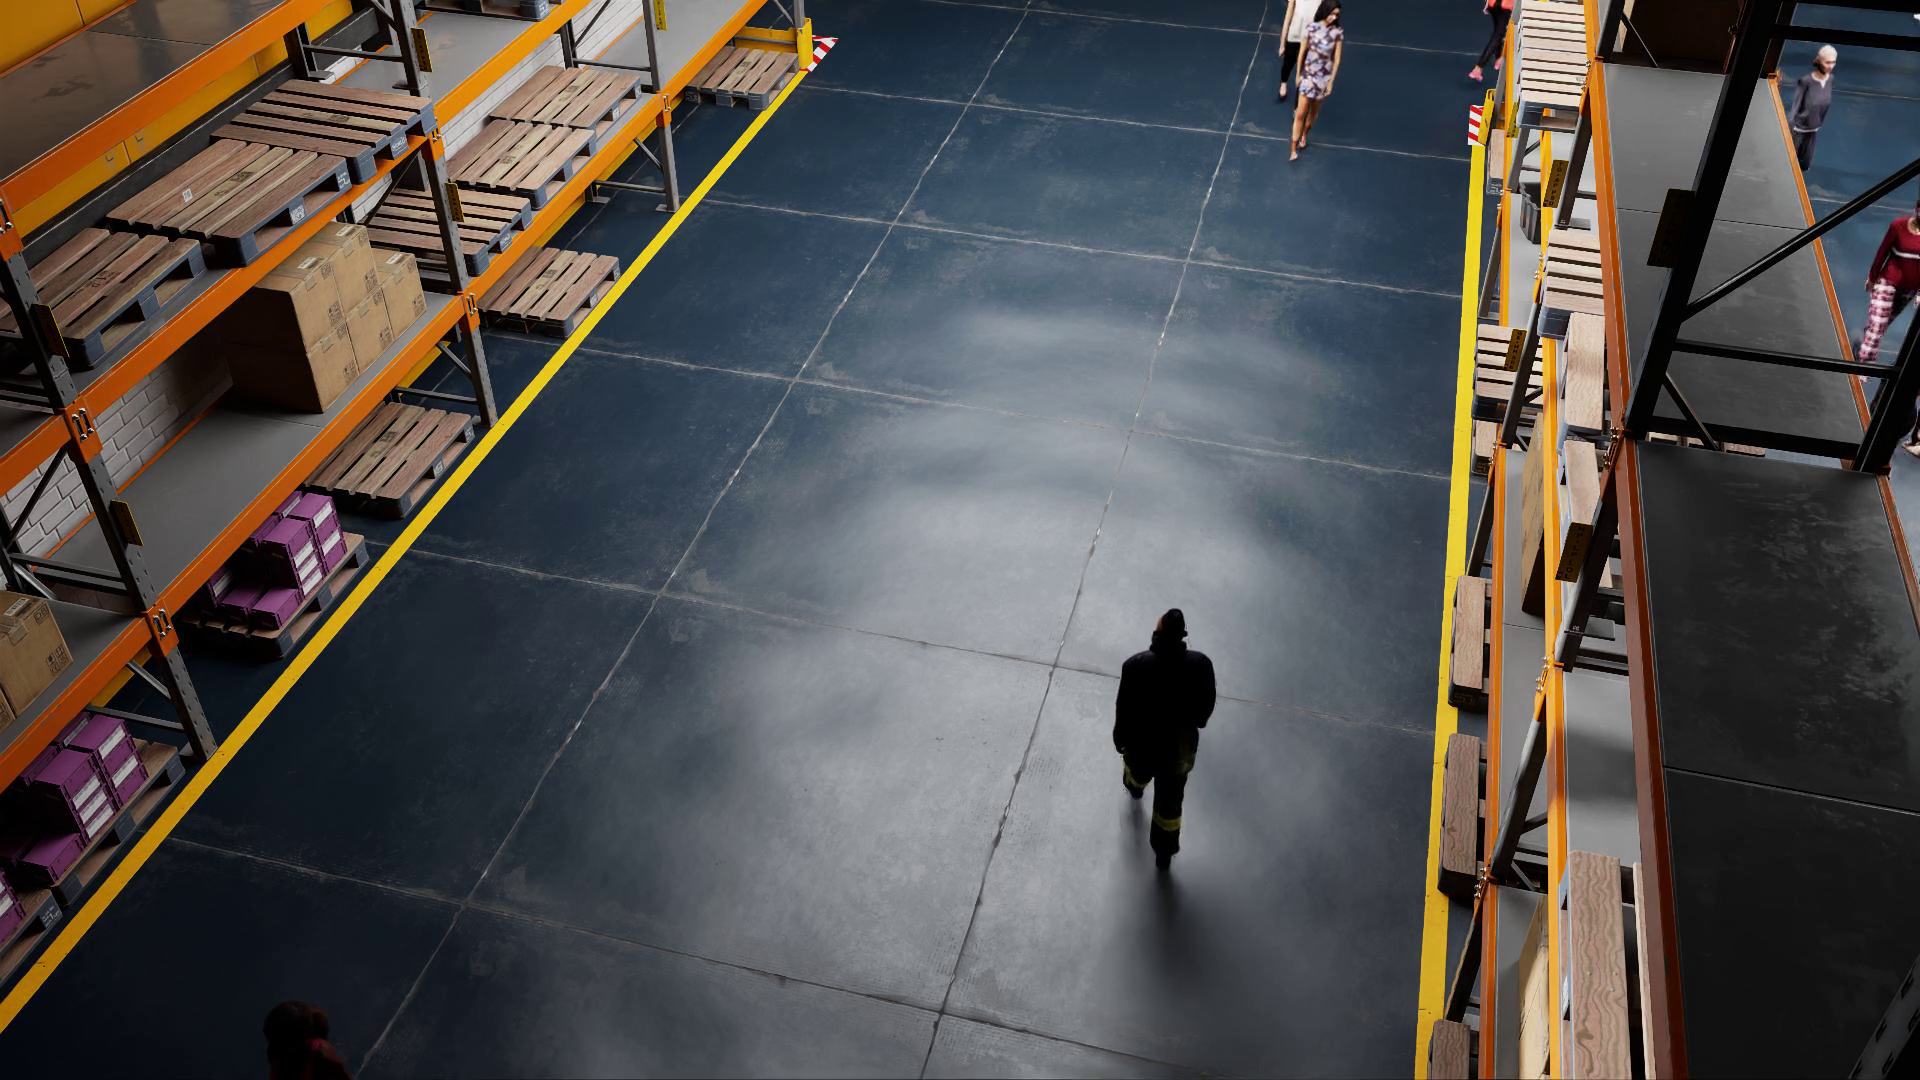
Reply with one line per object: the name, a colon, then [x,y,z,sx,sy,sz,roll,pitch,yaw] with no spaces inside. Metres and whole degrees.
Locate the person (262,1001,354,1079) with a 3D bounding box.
person: [-3.008,2.726,8.079,0.616,1.708,0.664,17,42,21]

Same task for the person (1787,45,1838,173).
person: [8.397,-4.165,16.707,0.835,1.709,0.921,-12,40,-14]

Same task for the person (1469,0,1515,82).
person: [6.211,-6.096,19.168,1.230,1.655,1.022,-30,47,-32]

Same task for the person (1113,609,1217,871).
person: [1.202,1.185,9.916,0.955,1.824,1.227,0,39,0]

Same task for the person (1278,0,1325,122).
person: [3.769,-5.549,18.466,0.756,1.676,1.225,4,39,5]

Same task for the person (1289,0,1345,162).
person: [3.801,-4.921,17.666,0.668,1.693,1.073,7,39,8]

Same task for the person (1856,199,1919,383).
person: [8.090,-2.246,14.349,0.671,1.653,1.065,13,40,16]
